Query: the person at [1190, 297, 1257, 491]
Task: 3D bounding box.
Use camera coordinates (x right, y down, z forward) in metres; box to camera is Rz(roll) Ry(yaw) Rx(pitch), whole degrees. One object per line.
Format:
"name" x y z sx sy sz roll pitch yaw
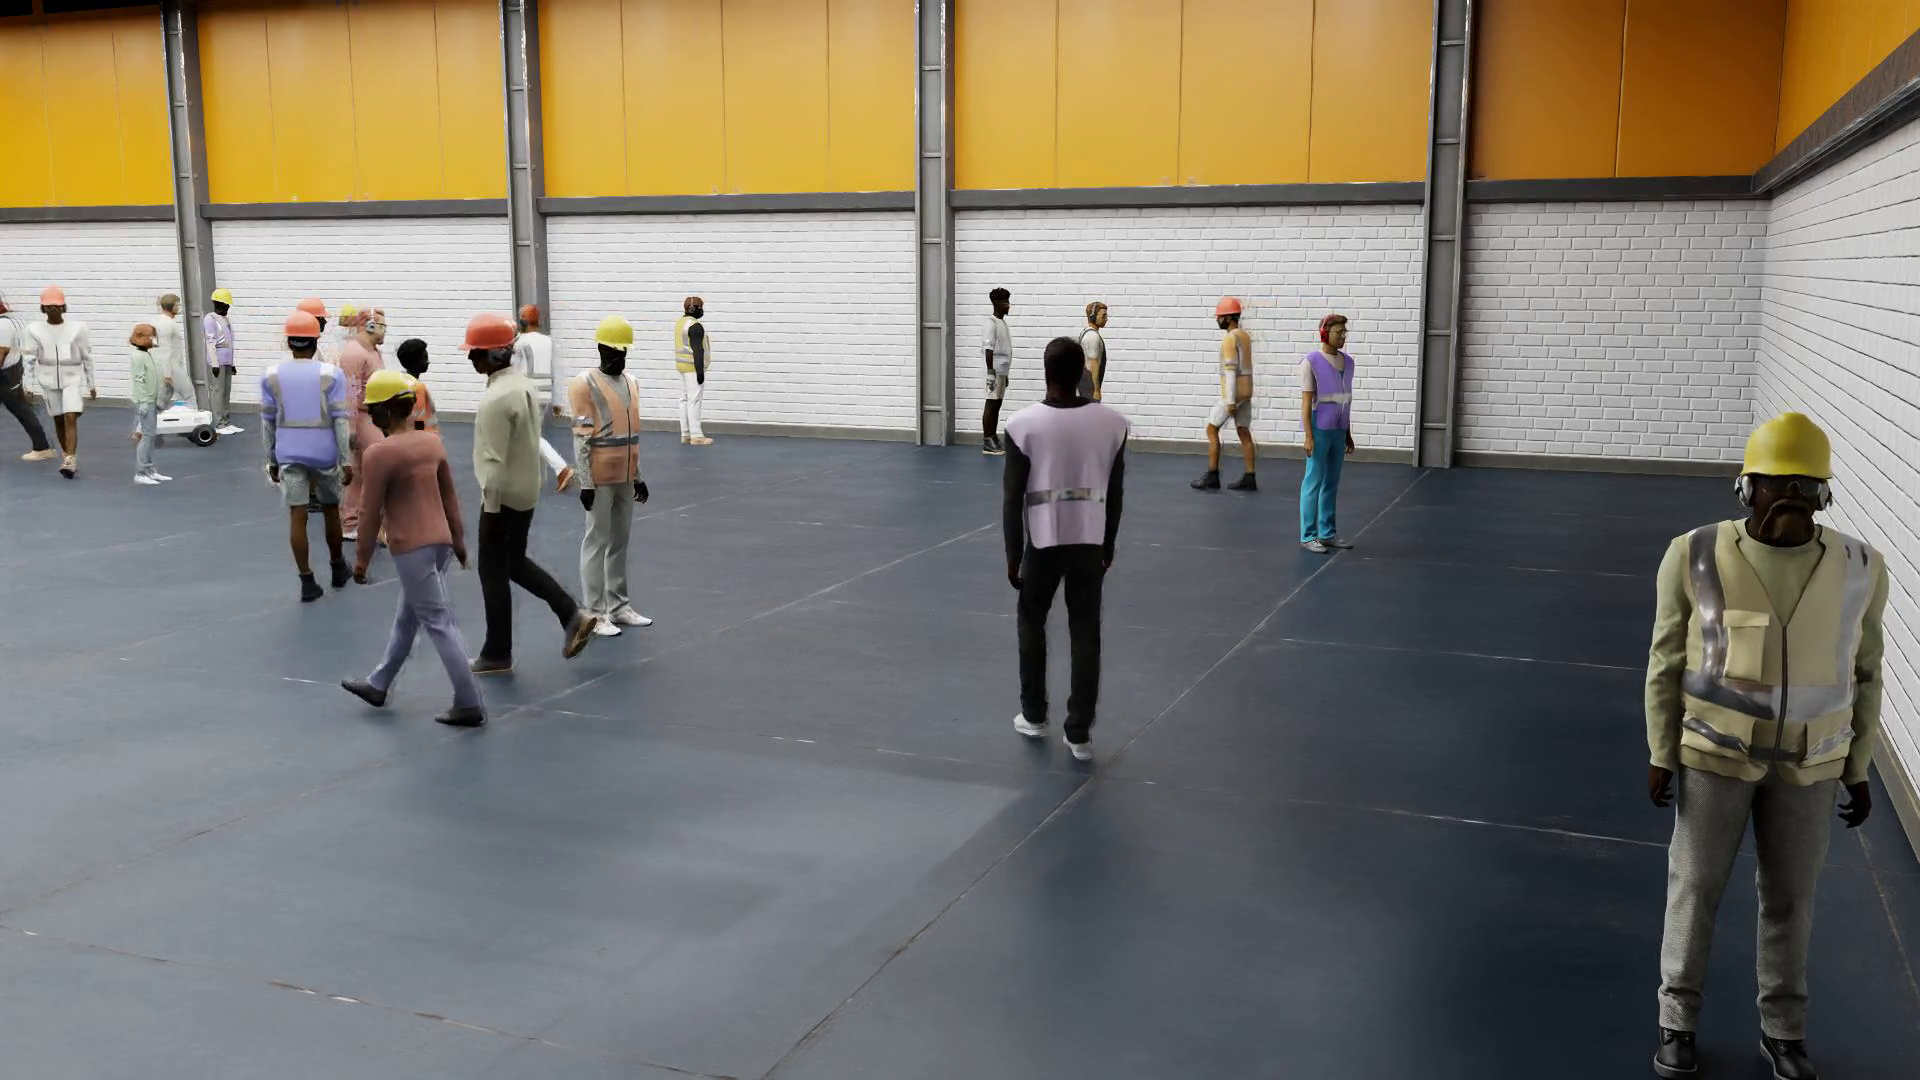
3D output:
"person" 2.623 -1.434 16.439 0.771 1.908 0.571 6 11 32

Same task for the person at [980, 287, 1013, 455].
"person" 0.437 -2.000 19.684 0.370 1.966 0.608 3 10 18

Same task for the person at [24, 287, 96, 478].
"person" -9.484 -1.653 17.514 0.632 1.986 1.071 -4 10 -21

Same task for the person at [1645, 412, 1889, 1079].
"person" 2.162 0.572 4.494 0.590 1.837 0.403 2 10 13

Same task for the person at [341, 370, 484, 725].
"person" -2.704 0.039 8.066 0.883 1.712 0.535 3 10 17

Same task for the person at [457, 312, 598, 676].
"person" -2.385 -0.235 8.948 0.658 1.976 0.636 1 9 4

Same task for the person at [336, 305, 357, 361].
"person" -7.903 -2.177 21.538 0.875 1.696 0.513 6 11 33

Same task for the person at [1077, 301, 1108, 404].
"person" 1.406 -1.603 17.660 0.351 1.843 0.506 -1 9 -7

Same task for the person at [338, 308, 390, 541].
"person" -4.676 -0.911 13.353 0.737 1.875 0.672 -1 9 -8

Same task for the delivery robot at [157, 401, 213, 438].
"delivery robot" -9.583 -1.464 20.420 0.707 0.478 0.477 -6 11 -34

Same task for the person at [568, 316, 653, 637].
"person" -2.100 -0.390 10.077 0.381 1.919 0.584 4 10 25

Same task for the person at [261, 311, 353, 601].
"person" -4.387 -0.581 11.258 0.570 1.905 0.875 -2 10 -11

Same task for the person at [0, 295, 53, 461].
"person" -10.855 -1.883 18.753 1.038 2.000 0.679 -8 12 -41

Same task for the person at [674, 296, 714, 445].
"person" -3.325 -2.111 20.747 0.430 1.841 0.624 -5 11 -29

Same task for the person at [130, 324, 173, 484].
"person" -8.310 -1.390 17.018 0.306 1.631 0.548 -2 10 -14

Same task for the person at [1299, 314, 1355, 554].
"person" 2.850 -0.832 12.959 0.567 1.849 0.389 -8 12 -40

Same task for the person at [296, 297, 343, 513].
"person" -5.811 -1.215 15.015 0.355 1.938 0.545 -4 10 -22

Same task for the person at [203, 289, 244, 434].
"person" -9.744 -2.357 21.993 0.375 1.919 0.584 0 9 -2

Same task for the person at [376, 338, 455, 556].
"person" -4.184 -0.688 12.607 0.583 1.680 0.540 -4 10 -25

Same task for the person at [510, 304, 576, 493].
"person" -4.105 -1.375 16.278 0.898 1.857 0.595 6 11 31

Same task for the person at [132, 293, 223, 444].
"person" -9.781 -2.105 20.556 1.009 1.895 0.648 -5 10 -26

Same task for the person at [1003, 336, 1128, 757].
"person" 0.466 0.016 7.697 0.596 1.894 0.746 -1 9 -8

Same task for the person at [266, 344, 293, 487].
"person" -6.516 -1.280 16.377 0.588 1.612 0.515 -5 11 -27
